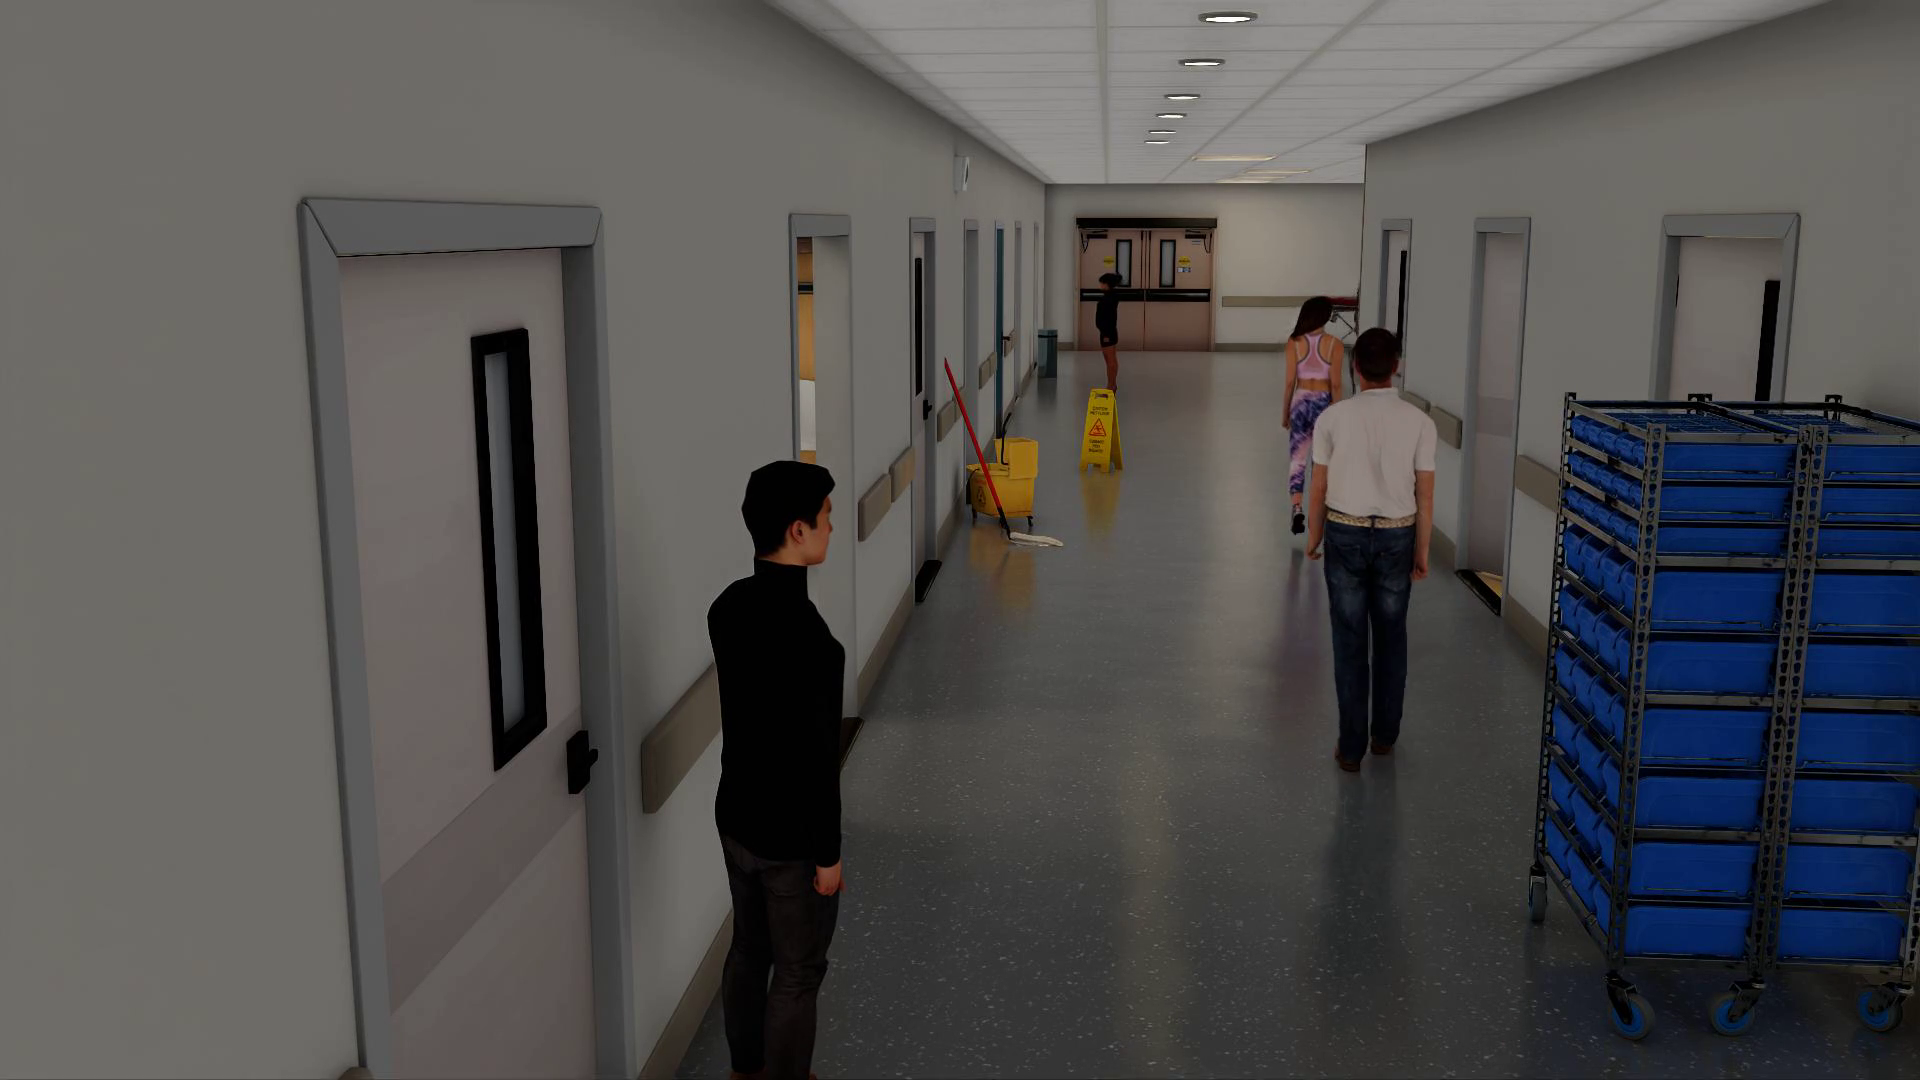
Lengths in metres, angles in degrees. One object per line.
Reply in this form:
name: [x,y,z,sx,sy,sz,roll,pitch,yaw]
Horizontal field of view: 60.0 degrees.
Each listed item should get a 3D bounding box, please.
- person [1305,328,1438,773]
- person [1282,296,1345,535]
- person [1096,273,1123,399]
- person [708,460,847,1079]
person: [1.707,0.049,6.939,0.680,1.848,0.781,2,11,8]
person: [2.549,-0.875,12.106,0.721,1.737,1.178,3,11,15]
person: [1.970,-2.693,21.941,0.682,1.641,0.584,4,11,18]
person: [-0.446,0.657,4.072,0.775,1.722,0.696,-8,13,-35]
